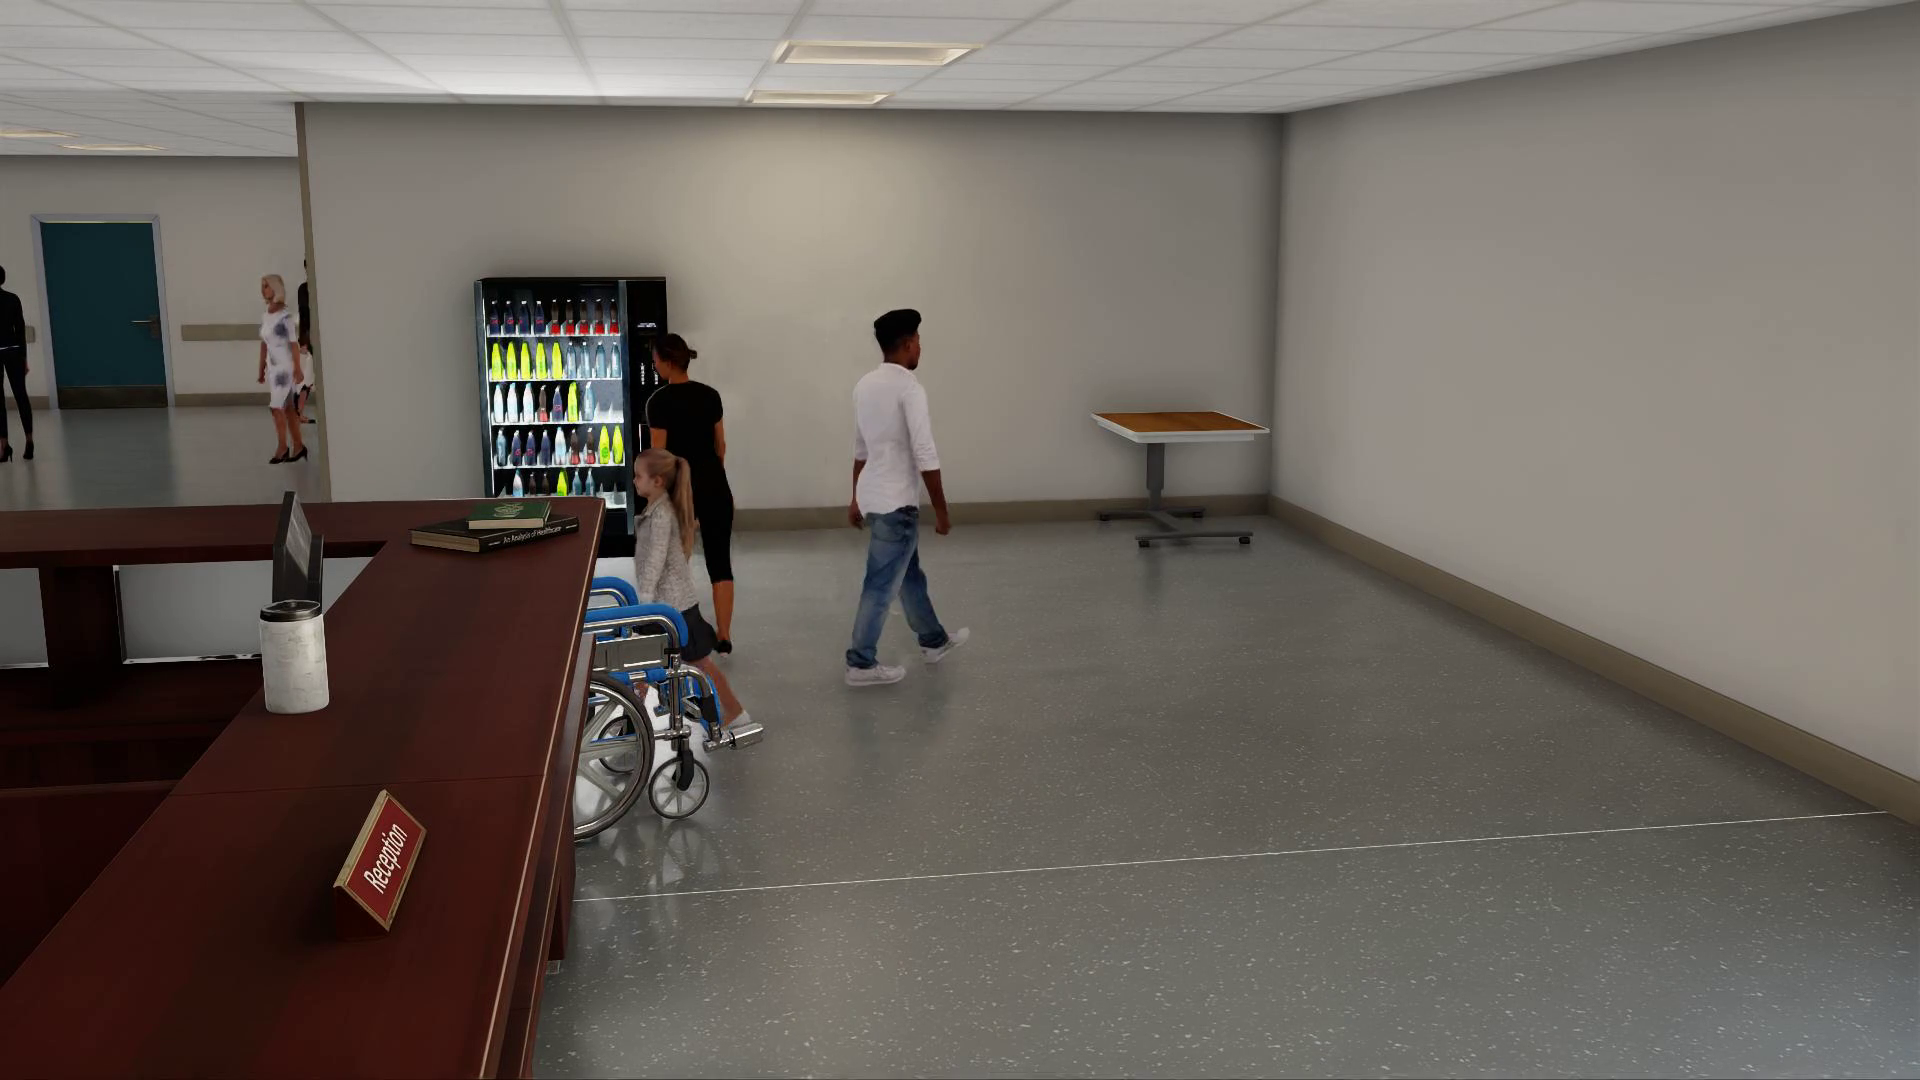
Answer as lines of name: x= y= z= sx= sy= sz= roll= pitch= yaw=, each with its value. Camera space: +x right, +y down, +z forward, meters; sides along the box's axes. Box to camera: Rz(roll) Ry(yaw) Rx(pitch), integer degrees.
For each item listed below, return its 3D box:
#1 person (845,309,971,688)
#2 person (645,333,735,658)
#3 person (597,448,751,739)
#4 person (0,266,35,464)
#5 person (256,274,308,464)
person: x=-0.405 y=-0.174 z=7.898 sx=1.149 sy=1.769 sz=0.951 roll=-7 pitch=13 yaw=-33
person: x=-1.314 y=-0.197 z=8.416 sx=1.073 sy=1.621 sz=0.875 roll=-5 pitch=12 yaw=-25
person: x=-1.167 y=0.251 z=7.038 sx=0.896 sy=1.247 sz=0.558 roll=-3 pitch=11 yaw=-16
person: x=-8.914 y=-1.650 z=15.502 sx=0.732 sy=1.834 sz=0.652 roll=9 pitch=14 yaw=40
person: x=-6.181 y=-1.569 z=15.346 sx=0.764 sy=1.734 sz=0.824 roll=8 pitch=13 yaw=36
